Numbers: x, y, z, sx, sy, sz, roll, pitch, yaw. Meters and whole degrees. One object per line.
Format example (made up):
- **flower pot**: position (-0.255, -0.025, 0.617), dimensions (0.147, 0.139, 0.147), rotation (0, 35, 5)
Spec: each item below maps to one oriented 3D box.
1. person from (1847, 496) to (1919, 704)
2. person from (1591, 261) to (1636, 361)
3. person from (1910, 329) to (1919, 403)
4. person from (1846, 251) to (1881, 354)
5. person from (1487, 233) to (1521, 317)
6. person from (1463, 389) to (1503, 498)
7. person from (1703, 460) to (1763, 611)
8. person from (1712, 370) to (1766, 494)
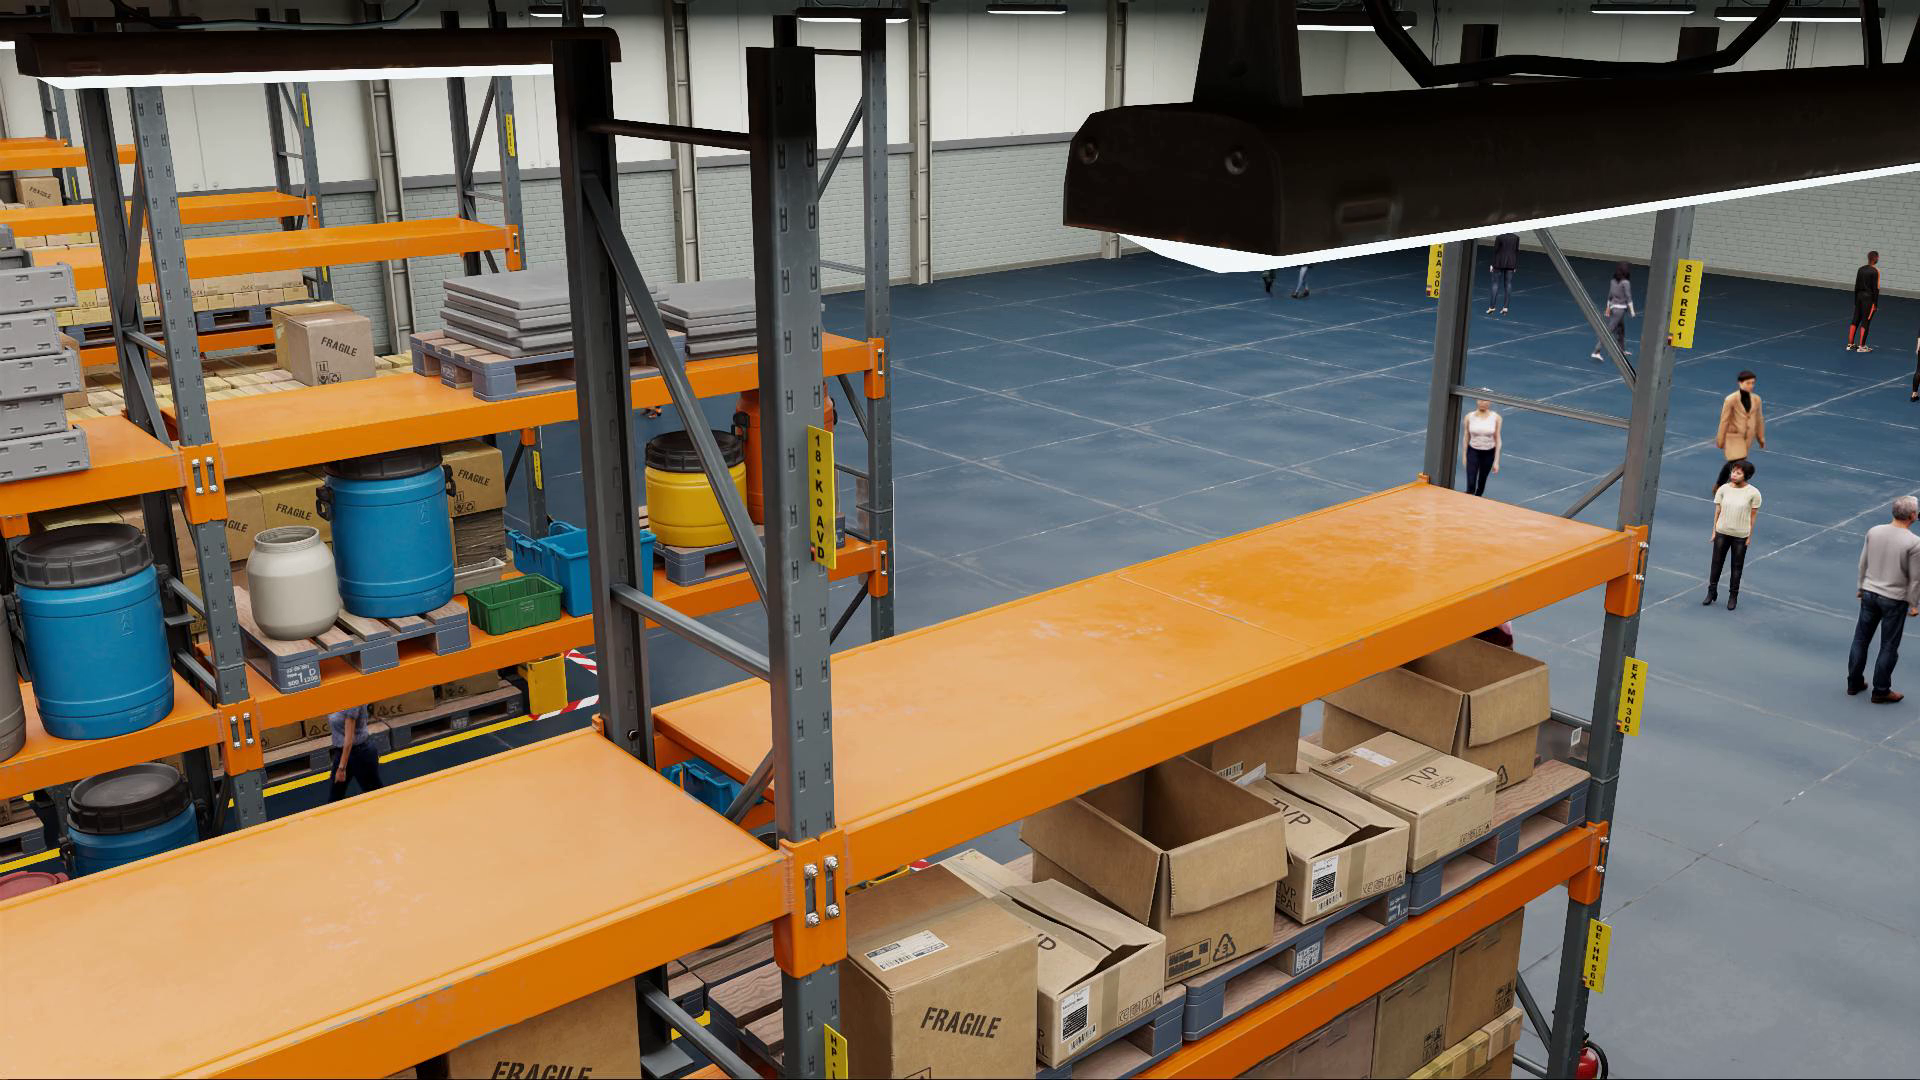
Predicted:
- **person**: position (8.348, 0.522, 14.990), dimensions (0.701, 1.909, 0.790), rotation (-9, 20, -27)
- **person**: position (11.416, -3.954, 29.056), dimensions (1.266, 1.709, 0.955), rotation (-5, 19, -15)
- **person**: position (15.278, -3.013, 26.163), dimensions (0.509, 1.712, 0.602), rotation (-14, 23, -37)
- **person**: position (16.330, -4.315, 30.000), dimensions (0.648, 1.810, 0.684), rotation (-7, 19, -19)
- **person**: position (9.883, -5.000, 30.314), dimensions (0.816, 1.781, 0.788), rotation (1, 18, 3)
- **person**: position (6.285, -0.986, 20.058), dimensions (1.073, 1.638, 1.260), rotation (5, 19, 14)
- **person**: position (8.045, -0.068, 17.316), dimensions (0.630, 1.589, 0.536), rotation (14, 23, 37)
- **person**: position (9.761, -1.299, 20.940), dimensions (1.139, 1.687, 1.069), rotation (-3, 18, -9)
